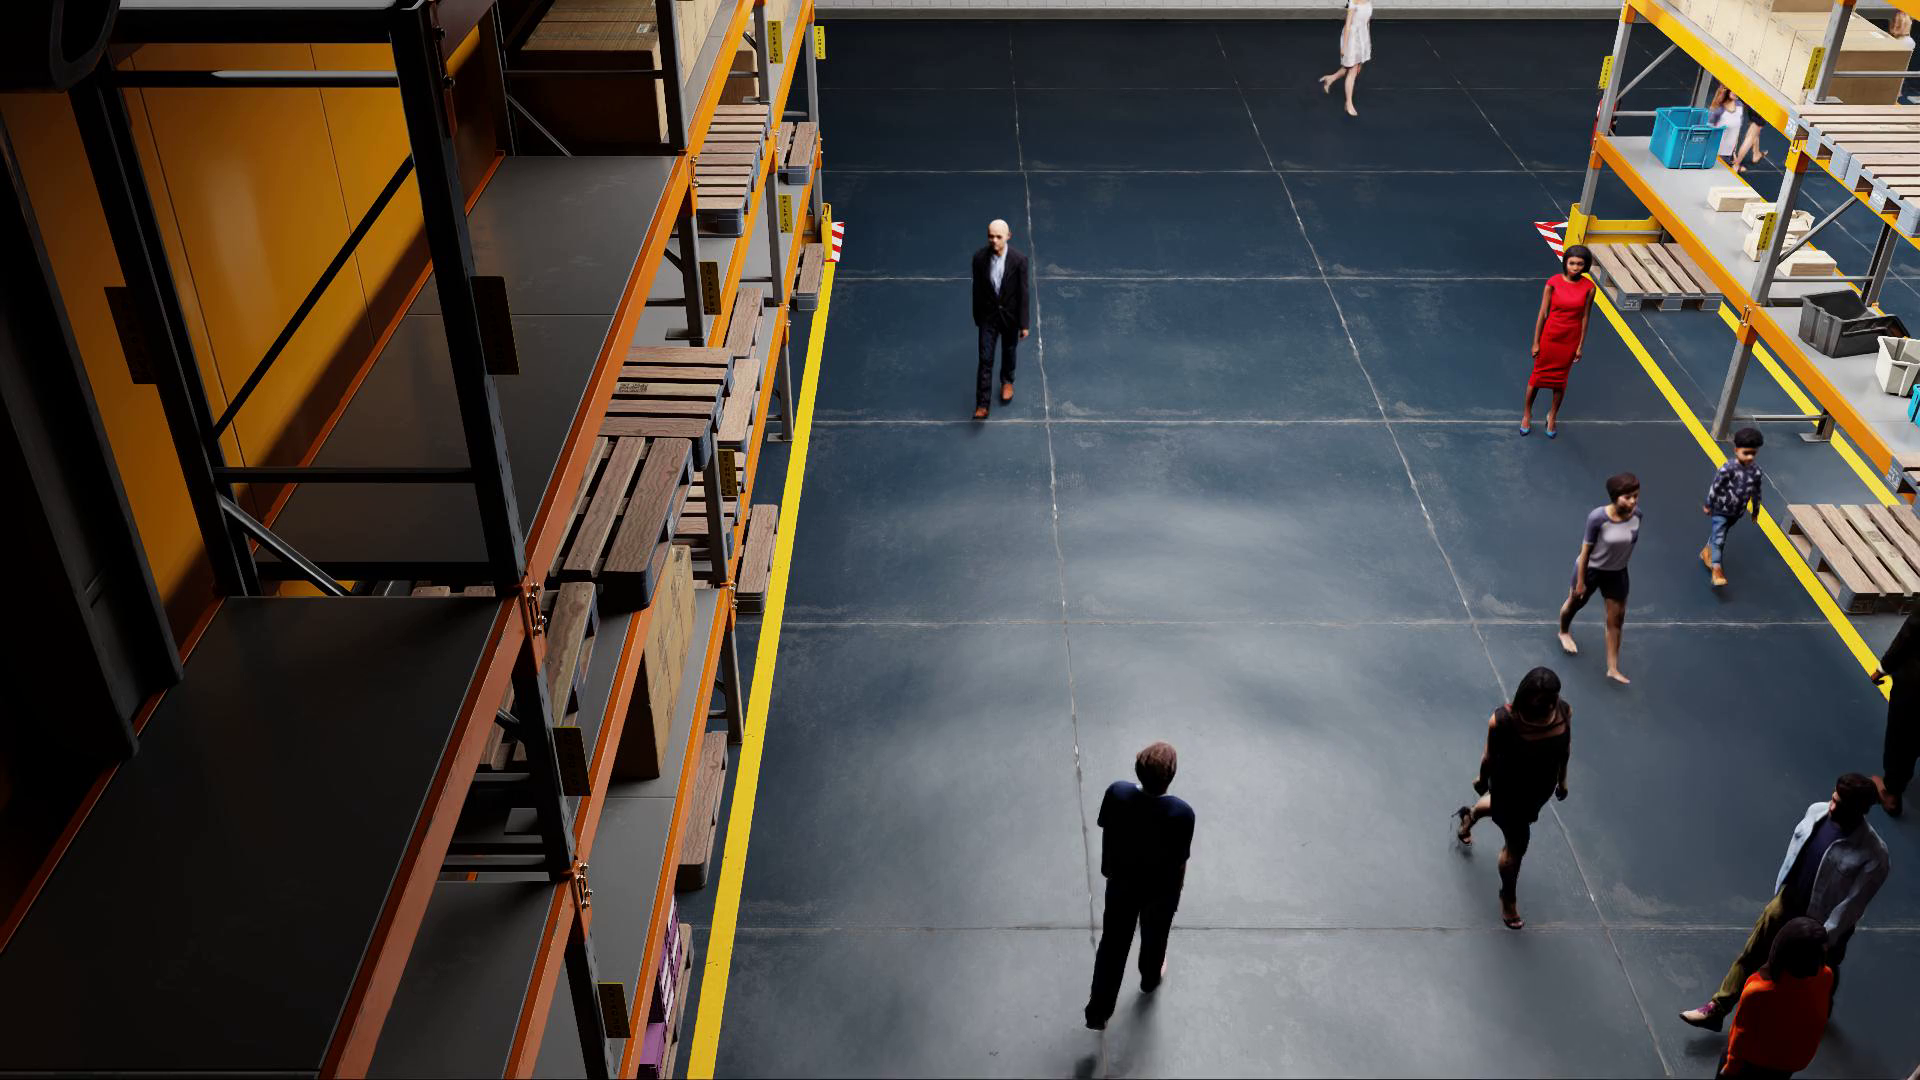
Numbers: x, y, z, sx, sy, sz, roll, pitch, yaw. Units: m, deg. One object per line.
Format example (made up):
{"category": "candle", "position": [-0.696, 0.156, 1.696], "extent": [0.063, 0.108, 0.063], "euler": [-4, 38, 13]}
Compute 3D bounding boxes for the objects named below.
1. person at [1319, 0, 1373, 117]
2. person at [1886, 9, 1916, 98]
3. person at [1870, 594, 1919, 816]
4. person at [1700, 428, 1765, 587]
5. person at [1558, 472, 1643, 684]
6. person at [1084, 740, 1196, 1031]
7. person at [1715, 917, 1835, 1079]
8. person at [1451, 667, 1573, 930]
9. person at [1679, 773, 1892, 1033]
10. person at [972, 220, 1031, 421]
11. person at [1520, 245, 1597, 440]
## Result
{"category": "person", "position": [4.894, -6.240, 20.934], "extent": [0.956, 1.758, 1.030], "euler": [-27, 42, -34]}
{"category": "person", "position": [10.853, -5.342, 19.540], "extent": [0.802, 1.806, 0.736], "euler": [-12, 36, -18]}
{"category": "person", "position": [5.919, 0.892, 10.084], "extent": [0.753, 1.890, 0.800], "euler": [3, 34, 4]}
{"category": "person", "position": [5.759, -0.295, 12.471], "extent": [0.505, 1.226, 0.786], "euler": [1, 34, 1]}
{"category": "person", "position": [4.397, 0.173, 11.492], "extent": [0.674, 1.530, 0.988], "euler": [-5, 34, -8]}
{"category": "person", "position": [0.919, 1.844, 8.694], "extent": [0.894, 1.845, 1.129], "euler": [13, 36, 18]}
{"category": "person", "position": [3.790, 2.441, 7.883], "extent": [0.680, 1.748, 0.648], "euler": [-9, 35, -13]}
{"category": "person", "position": [3.168, 1.357, 9.581], "extent": [0.881, 1.673, 1.168], "euler": [-11, 35, -16]}
{"category": "person", "position": [4.516, 1.927, 8.641], "extent": [1.020, 1.764, 1.185], "euler": [-12, 35, -17]}
{"category": "person", "position": [0.377, -1.973, 14.518], "extent": [0.788, 1.754, 1.188], "euler": [5, 34, 7]}
{"category": "person", "position": [5.067, -1.679, 14.084], "extent": [0.607, 1.744, 0.563], "euler": [7, 34, 11]}
